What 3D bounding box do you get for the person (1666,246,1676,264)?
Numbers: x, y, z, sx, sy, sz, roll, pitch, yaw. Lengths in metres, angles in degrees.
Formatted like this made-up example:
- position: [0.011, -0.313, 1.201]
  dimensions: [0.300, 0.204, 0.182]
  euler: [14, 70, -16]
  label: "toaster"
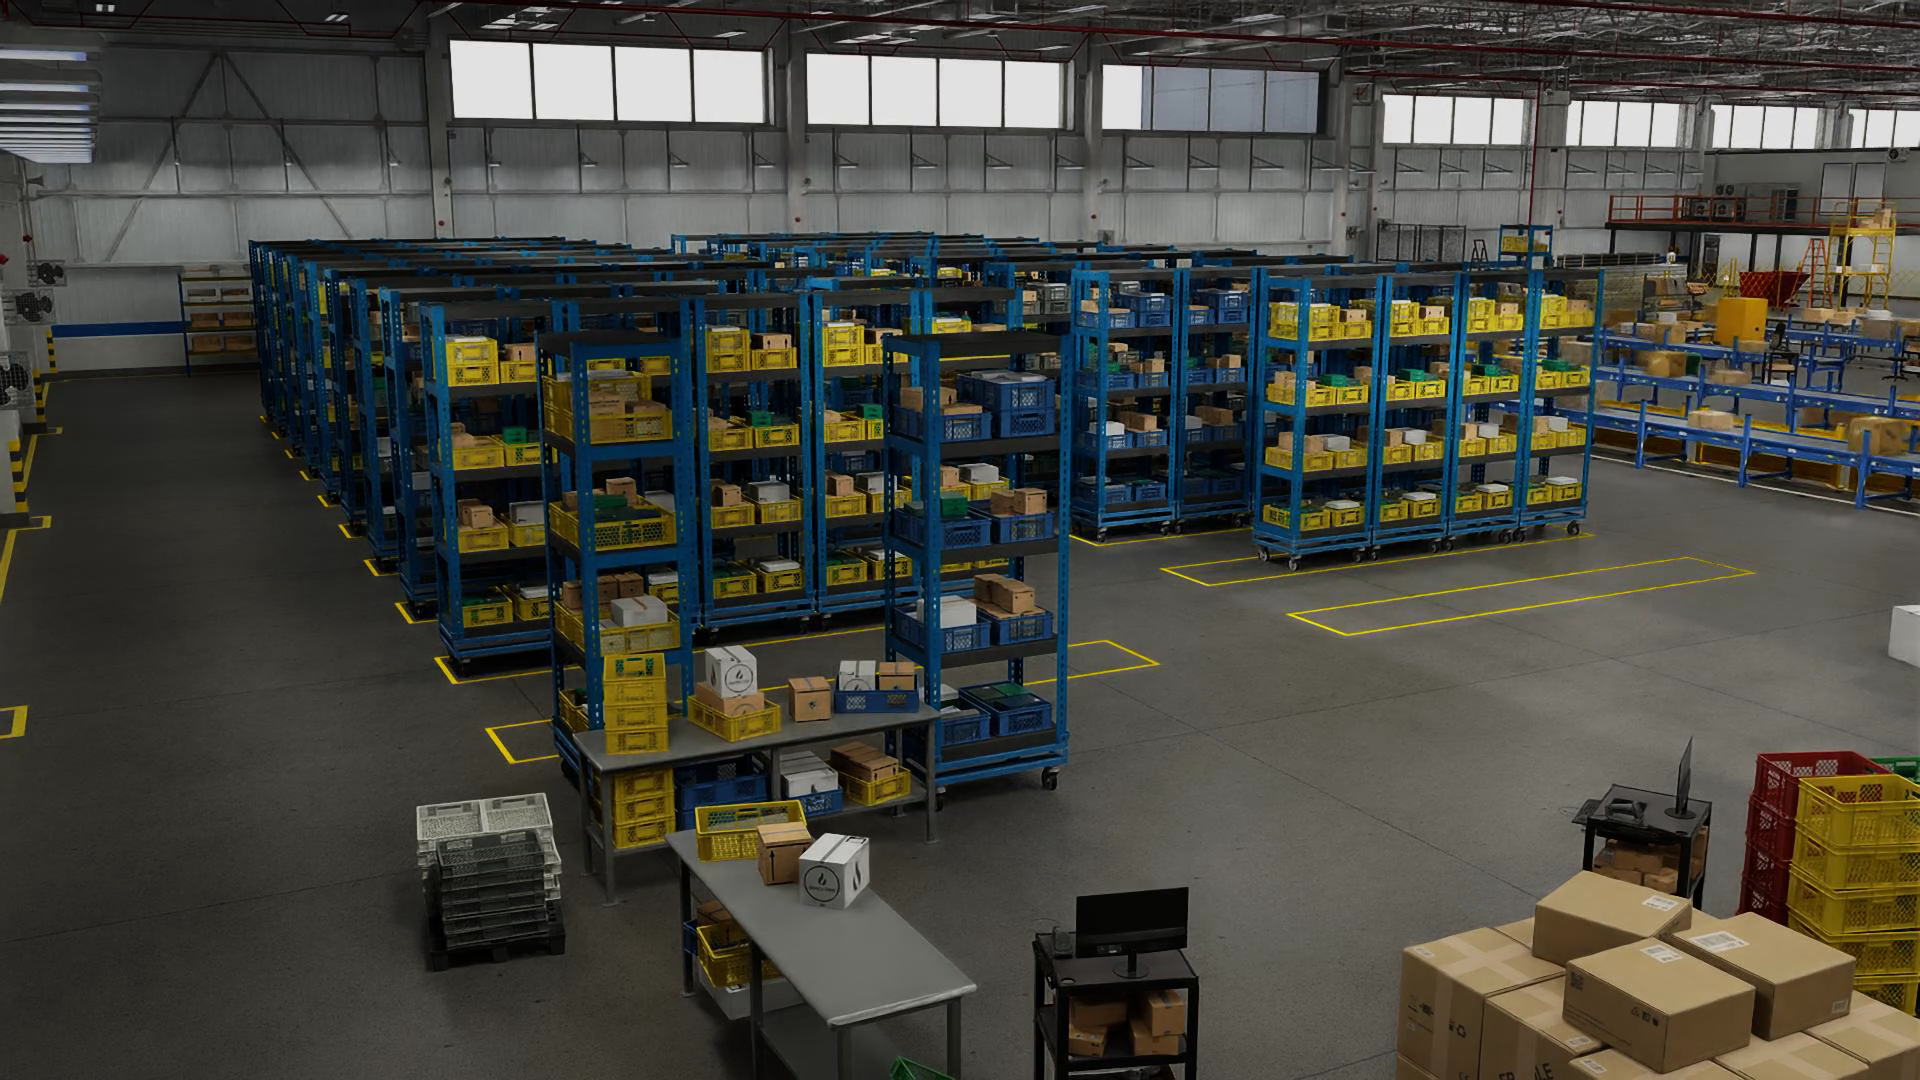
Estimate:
- position: [32.934, -12.678, 77.158]
  dimensions: [0.574, 1.883, 0.361]
  euler: [-6, 14, -27]
  label: "person"
